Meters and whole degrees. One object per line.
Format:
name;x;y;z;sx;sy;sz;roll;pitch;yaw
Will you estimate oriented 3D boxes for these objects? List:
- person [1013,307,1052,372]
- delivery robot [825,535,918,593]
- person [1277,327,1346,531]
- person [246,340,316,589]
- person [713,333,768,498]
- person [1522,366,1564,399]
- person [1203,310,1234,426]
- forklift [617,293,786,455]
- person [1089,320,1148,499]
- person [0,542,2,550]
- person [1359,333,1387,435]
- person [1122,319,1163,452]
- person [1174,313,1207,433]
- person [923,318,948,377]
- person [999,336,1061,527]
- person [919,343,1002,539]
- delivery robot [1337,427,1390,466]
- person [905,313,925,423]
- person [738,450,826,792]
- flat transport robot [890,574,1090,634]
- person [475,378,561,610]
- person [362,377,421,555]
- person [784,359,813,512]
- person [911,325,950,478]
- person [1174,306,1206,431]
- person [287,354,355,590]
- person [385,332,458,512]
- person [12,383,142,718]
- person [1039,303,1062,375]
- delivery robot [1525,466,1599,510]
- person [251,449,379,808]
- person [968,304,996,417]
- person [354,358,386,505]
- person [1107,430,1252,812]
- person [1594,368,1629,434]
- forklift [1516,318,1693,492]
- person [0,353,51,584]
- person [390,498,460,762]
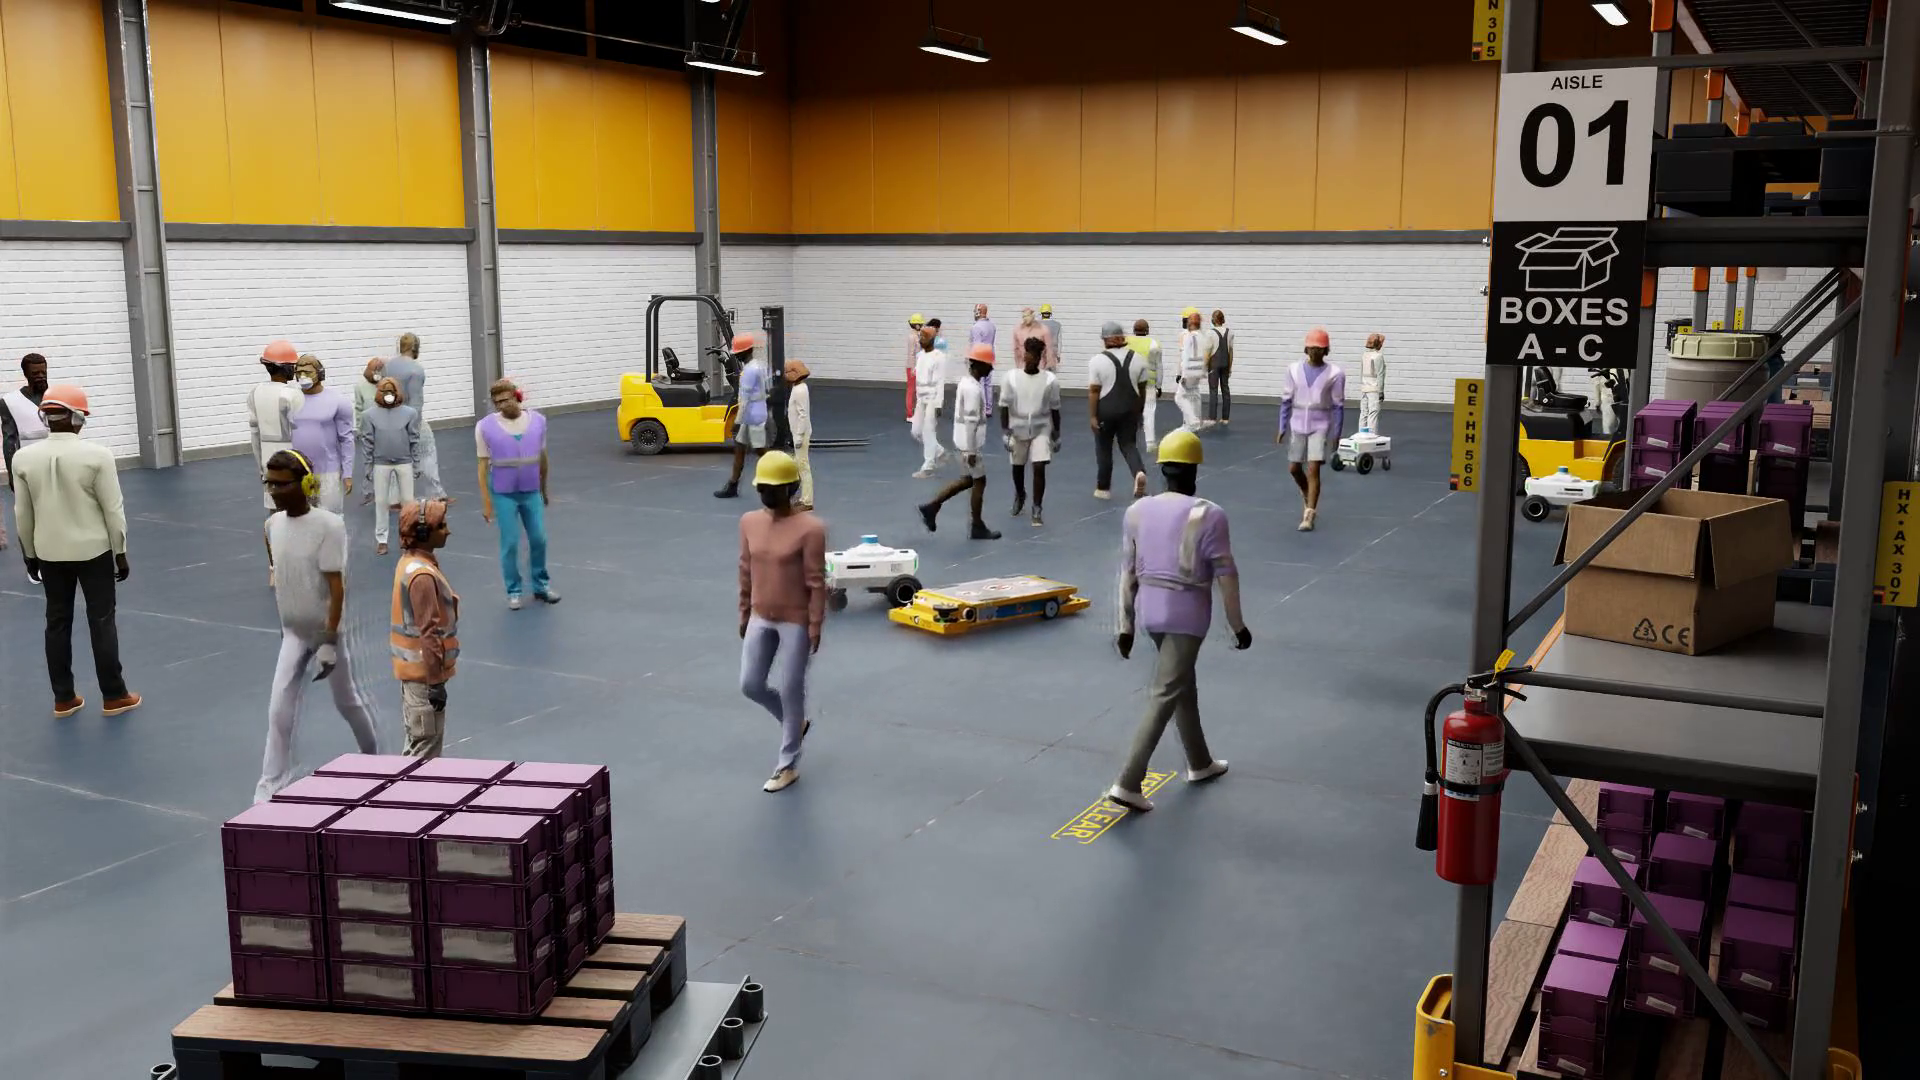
person;1.205;-2.910;27.430;0.655;1.876;0.715;2;10;14
delivery robot;-0.692;0.203;12.923;0.707;0.478;0.477;-2;10;-11
person;3.533;-1.131;16.687;0.642;2.020;0.858;6;11;30
person;-5.480;-0.600;13.544;0.605;2.044;0.375;5;11;25
person;-2.280;-1.377;18.549;0.908;1.879;0.574;-2;10;-11
person;8.112;-2.229;23.306;0.676;1.934;0.483;5;11;28
person;4.113;-2.739;26.516;0.504;1.840;0.345;-4;10;-21
forklift;-3.588;-2.317;23.042;2.313;2.155;1.214;-1;10;-5
person;1.755;-1.439;18.405;0.696;2.000;0.795;-3;10;-18
person;-9.238;-0.765;15.000;0.957;1.859;0.663;-8;13;-40
person;5.728;-2.051;23.108;0.310;1.640;0.514;-3;10;-17
person;2.492;-2.131;22.995;0.634;1.839;0.429;2;10;11
person;3.464;-2.465;24.891;0.414;1.862;0.624;6;12;33
person;-0.482;-2.829;27.511;0.553;1.671;0.506;2;10;13
person;0.710;-1.131;16.979;0.633;1.930;0.859;0;10;2
person;0.011;-0.928;15.851;0.727;1.900;0.605;-1;10;-5
delivery robot;5.082;-1.180;20.915;0.707;0.478;0.477;-7;12;-36
person;-0.716;-2.785;26.993;0.327;1.768;0.525;2;10;11
person;-0.903;0.401;8.564;0.543;1.751;0.434;5;11;27
flat transport robot;0.237;0.464;12.508;1.431;0.197;0.652;-8;13;-38
person;-3.416;-0.348;12.764;0.599;1.805;0.457;-7;12;-35
person;-5.187;-0.679;15.208;0.502;1.627;0.276;-4;10;-20
person;-1.716;-1.107;17.660;0.286;1.632;0.507;-1;10;-6
person;-0.353;-1.691;20.355;0.529;1.867;0.588;-7;12;-36
person;3.521;-2.613;25.523;0.363;1.929;0.593;9;13;41
person;-5.217;-0.538;13.483;0.627;1.941;0.370;0;10;-2
person;-5.800;-1.262;17.785;0.633;1.896;0.854;7;12;36
person;-5.230;0.067;9.849;0.609;1.986;0.392;-1;10;-4
person;1.564;-3.402;30.372;0.593;1.833;0.404;-2;10;-13
delivery robot;6.180;-0.514;17.075;0.707;0.478;0.477;4;11;22
person;-3.146;0.465;8.049;0.522;1.814;0.972;3;10;19
person;0.334;-2.972;27.670;0.408;1.906;0.653;5;11;27
person;-6.376;-1.188;18.214;0.514;1.600;0.706;-1;10;-6
person;1.050;0.390;8.321;1.013;1.877;0.593;-9;13;-42
person;8.475;-1.832;21.410;0.598;1.802;0.893;3;10;19
forklift;7.066;-1.601;18.899;2.313;2.155;1.214;5;11;27
person;-7.690;-0.605;13.934;0.385;1.918;0.596;7;12;34
person;-2.444;0.622;7.633;0.311;1.638;0.523;-4;11;-24
